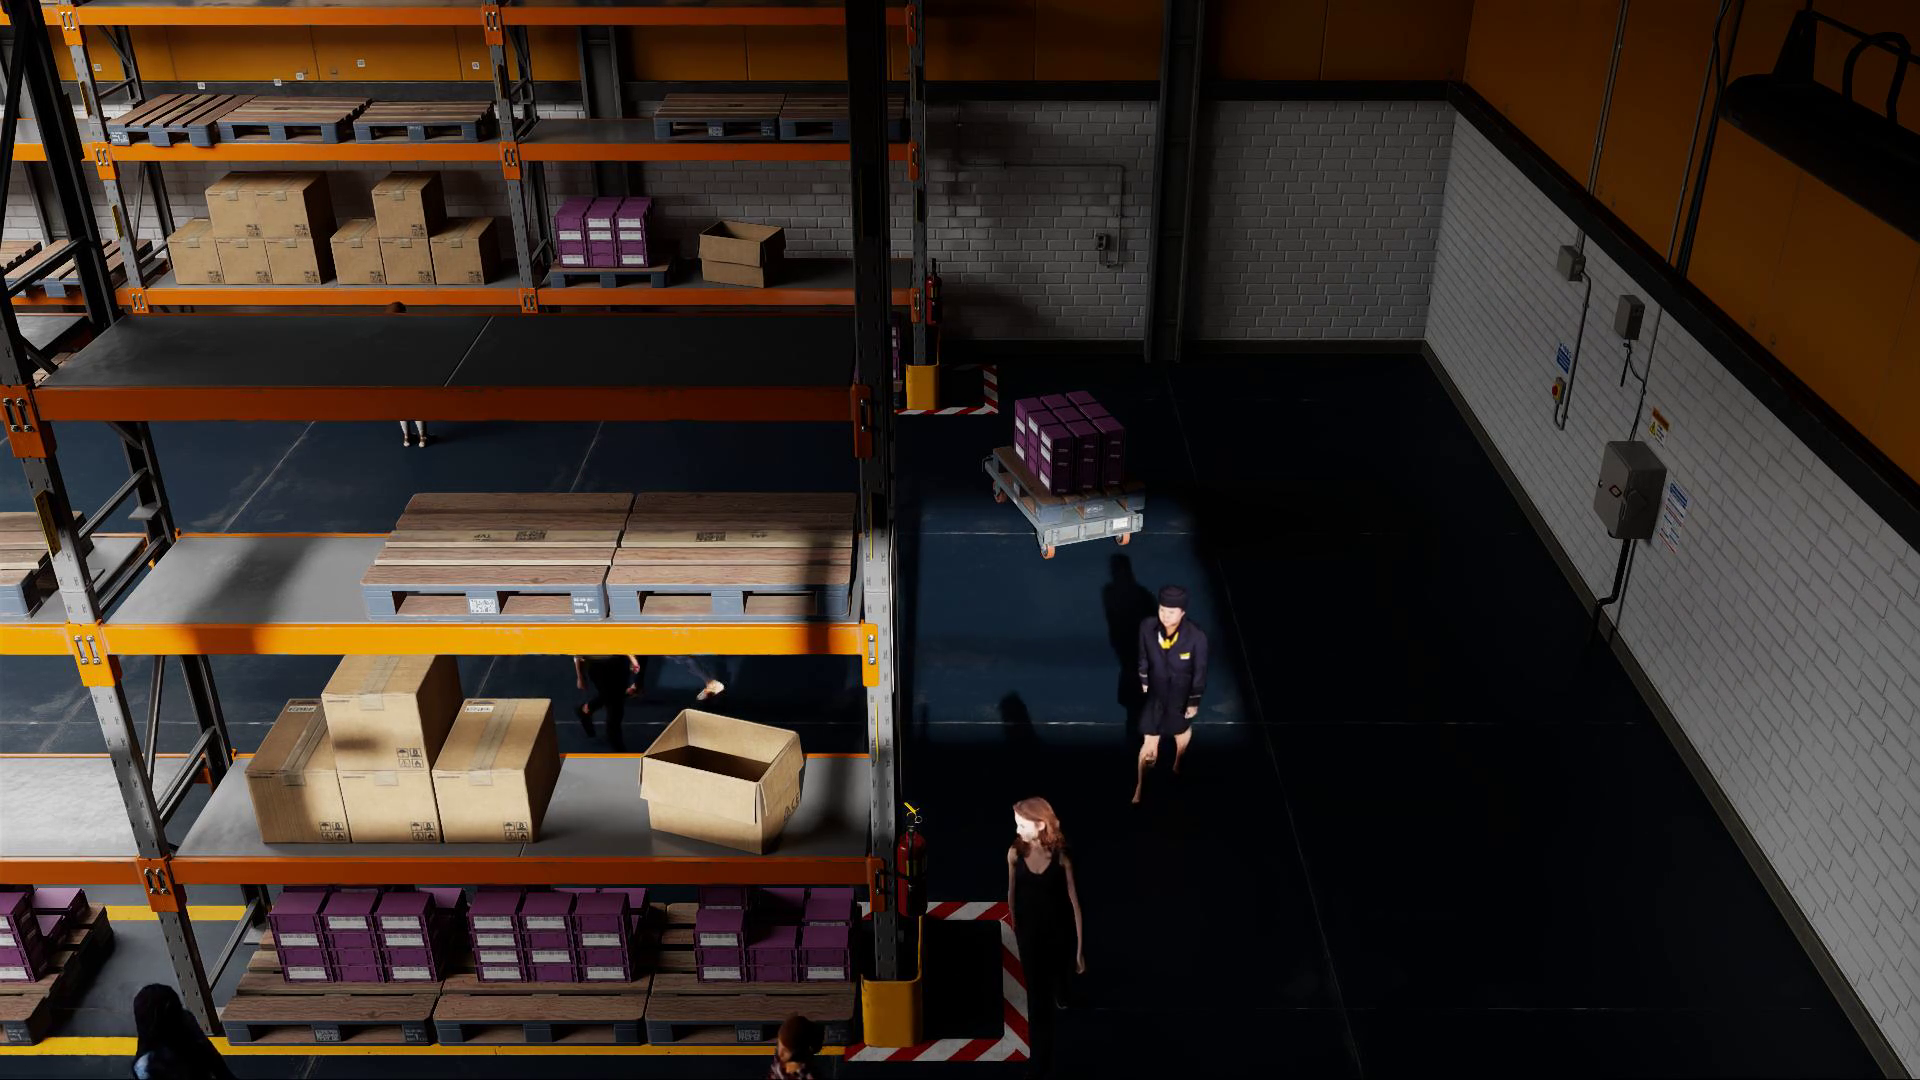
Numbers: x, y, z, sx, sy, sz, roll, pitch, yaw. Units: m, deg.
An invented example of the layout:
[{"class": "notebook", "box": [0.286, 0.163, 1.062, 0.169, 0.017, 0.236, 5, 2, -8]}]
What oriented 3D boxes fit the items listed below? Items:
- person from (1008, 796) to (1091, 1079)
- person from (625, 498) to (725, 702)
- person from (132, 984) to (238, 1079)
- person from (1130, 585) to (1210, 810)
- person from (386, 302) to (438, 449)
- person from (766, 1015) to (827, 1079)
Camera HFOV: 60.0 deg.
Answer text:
[{"class": "person", "box": [0.518, 2.112, 9.379, 1.110, 1.685, 0.770, 2, 29, 4]}, {"class": "person", "box": [-2.166, 0.498, 12.277, 1.102, 1.743, 0.637, -1, 29, -1]}, {"class": "person", "box": [-3.818, 2.828, 8.070, 1.058, 1.682, 0.632, -1, 29, -1]}, {"class": "person", "box": [1.499, 1.022, 11.434, 1.116, 1.632, 1.034, 12, 31, 22]}, {"class": "person", "box": [-5.477, -1.640, 16.451, 0.571, 1.500, 0.677, 6, 29, 10]}, {"class": "person", "box": [-0.758, 2.876, 8.400, 0.978, 1.282, 0.840, -18, 34, -30]}]
